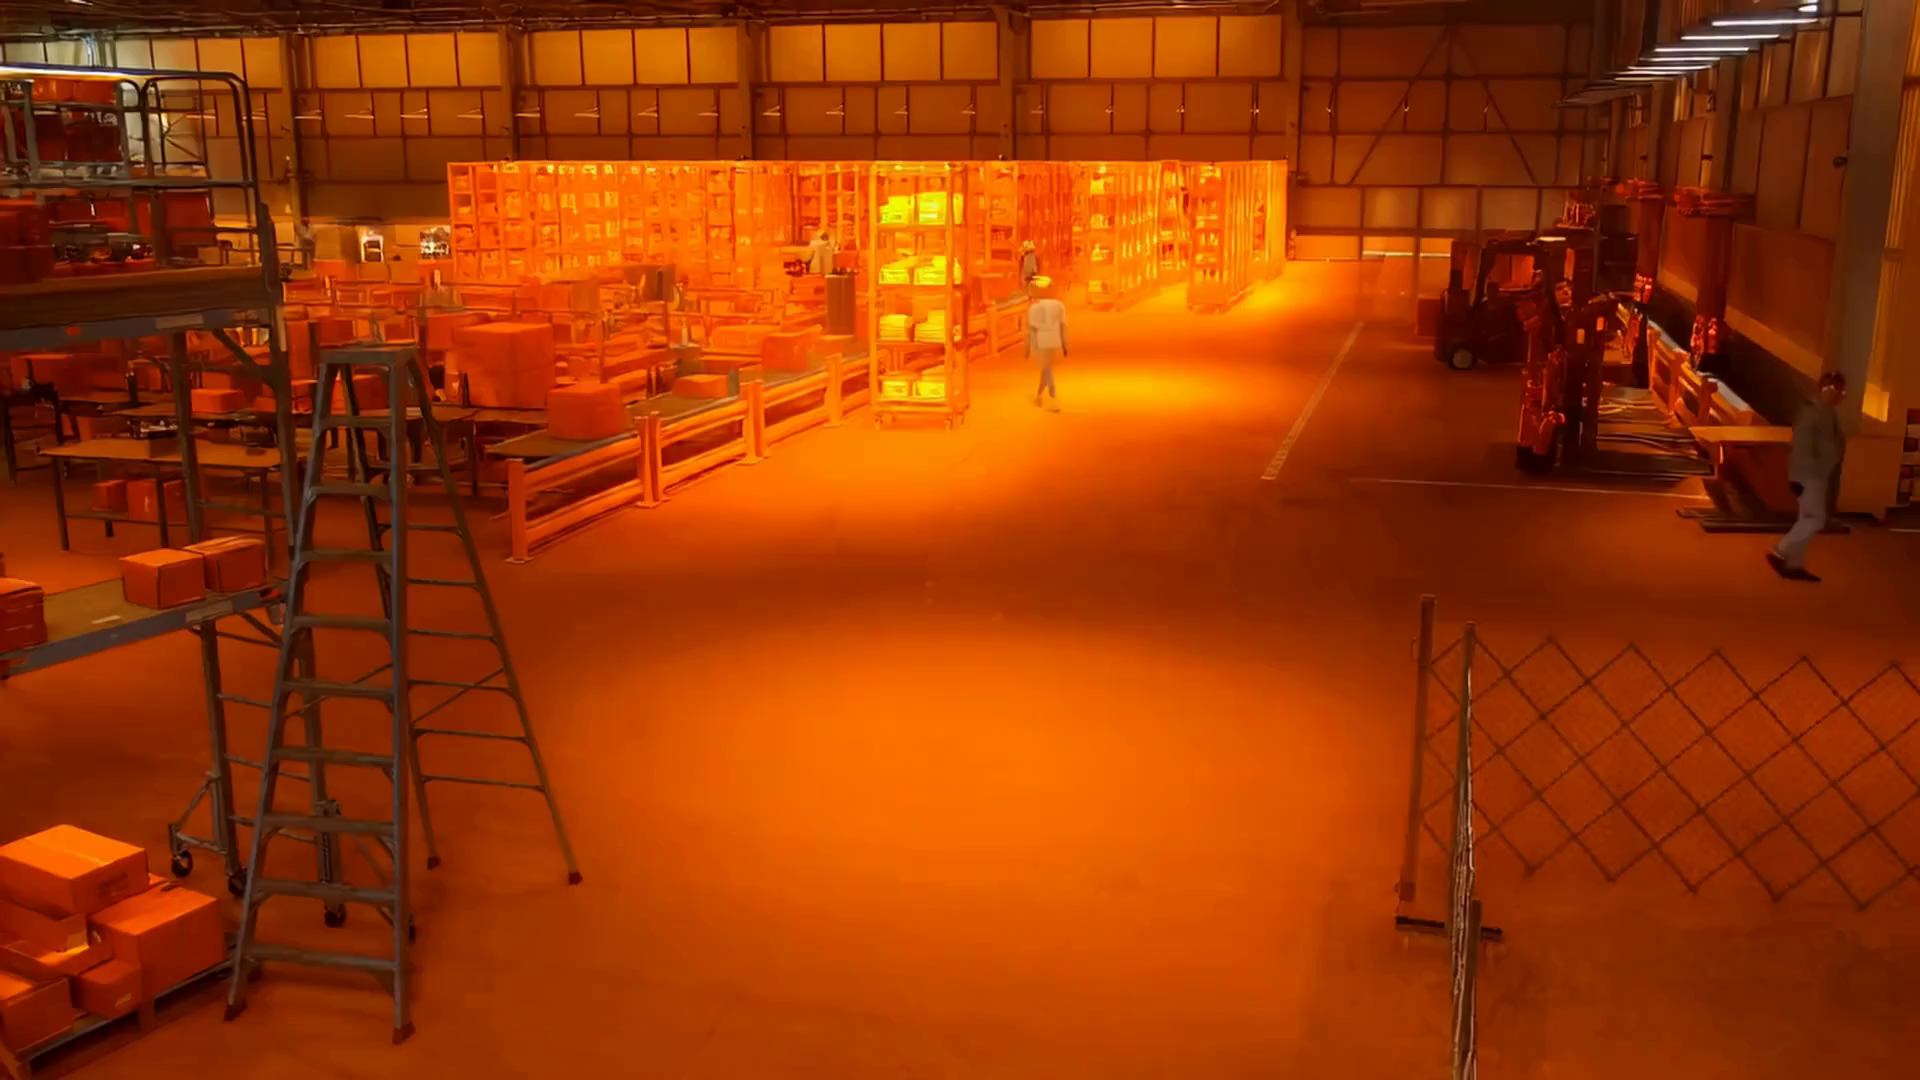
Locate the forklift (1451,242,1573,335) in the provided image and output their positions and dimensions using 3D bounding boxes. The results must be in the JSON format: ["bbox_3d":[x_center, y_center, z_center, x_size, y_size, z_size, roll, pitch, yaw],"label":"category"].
[{"bbox_3d":[10.464,-4.597,31.405,2.680,1.987,1.157,4,14,16],"label":"forklift"}]

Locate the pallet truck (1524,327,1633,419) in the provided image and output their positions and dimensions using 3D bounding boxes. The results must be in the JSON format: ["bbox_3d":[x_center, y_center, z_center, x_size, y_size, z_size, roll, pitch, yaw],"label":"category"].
[{"bbox_3d":[9.065,-2.460,24.370,1.522,1.261,0.704,3,13,14],"label":"pallet truck"}]

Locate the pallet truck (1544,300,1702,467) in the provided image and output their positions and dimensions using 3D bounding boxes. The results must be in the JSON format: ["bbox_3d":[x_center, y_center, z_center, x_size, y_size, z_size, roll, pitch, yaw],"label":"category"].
[{"bbox_3d":[8.263,-1.952,20.631,1.885,1.965,0.823,5,14,20],"label":"pallet truck"}]

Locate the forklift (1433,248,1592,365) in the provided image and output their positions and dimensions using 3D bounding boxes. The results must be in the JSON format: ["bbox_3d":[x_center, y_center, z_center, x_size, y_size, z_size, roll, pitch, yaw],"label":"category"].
[{"bbox_3d":[9.780,-4.111,29.280,2.680,1.987,1.157,3,13,14],"label":"forklift"}]

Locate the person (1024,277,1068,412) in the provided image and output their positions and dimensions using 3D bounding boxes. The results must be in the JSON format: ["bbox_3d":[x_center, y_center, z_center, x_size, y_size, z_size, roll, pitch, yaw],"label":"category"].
[{"bbox_3d":[1.256,-2.942,24.944,0.617,1.981,1.055,-8,15,-30],"label":"person"}]

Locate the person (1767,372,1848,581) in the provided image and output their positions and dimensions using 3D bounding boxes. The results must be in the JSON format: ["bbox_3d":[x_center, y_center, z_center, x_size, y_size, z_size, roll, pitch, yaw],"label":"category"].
[{"bbox_3d":[7.631,-0.557,14.849,0.416,1.884,0.668,12,18,42],"label":"person"}]

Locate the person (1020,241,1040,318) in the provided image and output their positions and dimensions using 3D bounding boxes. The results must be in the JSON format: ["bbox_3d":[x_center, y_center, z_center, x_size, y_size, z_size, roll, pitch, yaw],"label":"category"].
[{"bbox_3d":[1.719,-6.069,38.833,0.634,1.812,0.601,6,14,25],"label":"person"}]

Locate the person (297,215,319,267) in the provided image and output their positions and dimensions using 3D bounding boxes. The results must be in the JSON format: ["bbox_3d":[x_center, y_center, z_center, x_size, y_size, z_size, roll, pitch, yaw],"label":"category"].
[{"bbox_3d":[-20.615,-9.335,52.708,0.639,1.905,0.937,-11,17,-40],"label":"person"}]

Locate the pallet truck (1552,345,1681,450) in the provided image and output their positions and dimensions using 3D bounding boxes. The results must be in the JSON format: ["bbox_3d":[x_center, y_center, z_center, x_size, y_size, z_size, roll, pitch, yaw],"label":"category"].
[{"bbox_3d":[8.641,-1.896,21.908,1.630,1.274,0.653,4,14,16],"label":"pallet truck"}]

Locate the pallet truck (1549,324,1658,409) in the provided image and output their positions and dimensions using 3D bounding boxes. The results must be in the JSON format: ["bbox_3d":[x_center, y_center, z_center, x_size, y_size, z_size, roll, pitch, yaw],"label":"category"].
[{"bbox_3d":[9.824,-2.669,25.407,1.601,1.201,0.680,4,14,16],"label":"pallet truck"}]

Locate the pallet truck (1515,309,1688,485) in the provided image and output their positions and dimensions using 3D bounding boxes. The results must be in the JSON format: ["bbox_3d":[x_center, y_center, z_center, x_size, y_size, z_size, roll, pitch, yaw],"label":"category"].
[{"bbox_3d":[7.554,-1.677,19.446,1.885,1.965,0.823,3,13,14],"label":"pallet truck"}]
